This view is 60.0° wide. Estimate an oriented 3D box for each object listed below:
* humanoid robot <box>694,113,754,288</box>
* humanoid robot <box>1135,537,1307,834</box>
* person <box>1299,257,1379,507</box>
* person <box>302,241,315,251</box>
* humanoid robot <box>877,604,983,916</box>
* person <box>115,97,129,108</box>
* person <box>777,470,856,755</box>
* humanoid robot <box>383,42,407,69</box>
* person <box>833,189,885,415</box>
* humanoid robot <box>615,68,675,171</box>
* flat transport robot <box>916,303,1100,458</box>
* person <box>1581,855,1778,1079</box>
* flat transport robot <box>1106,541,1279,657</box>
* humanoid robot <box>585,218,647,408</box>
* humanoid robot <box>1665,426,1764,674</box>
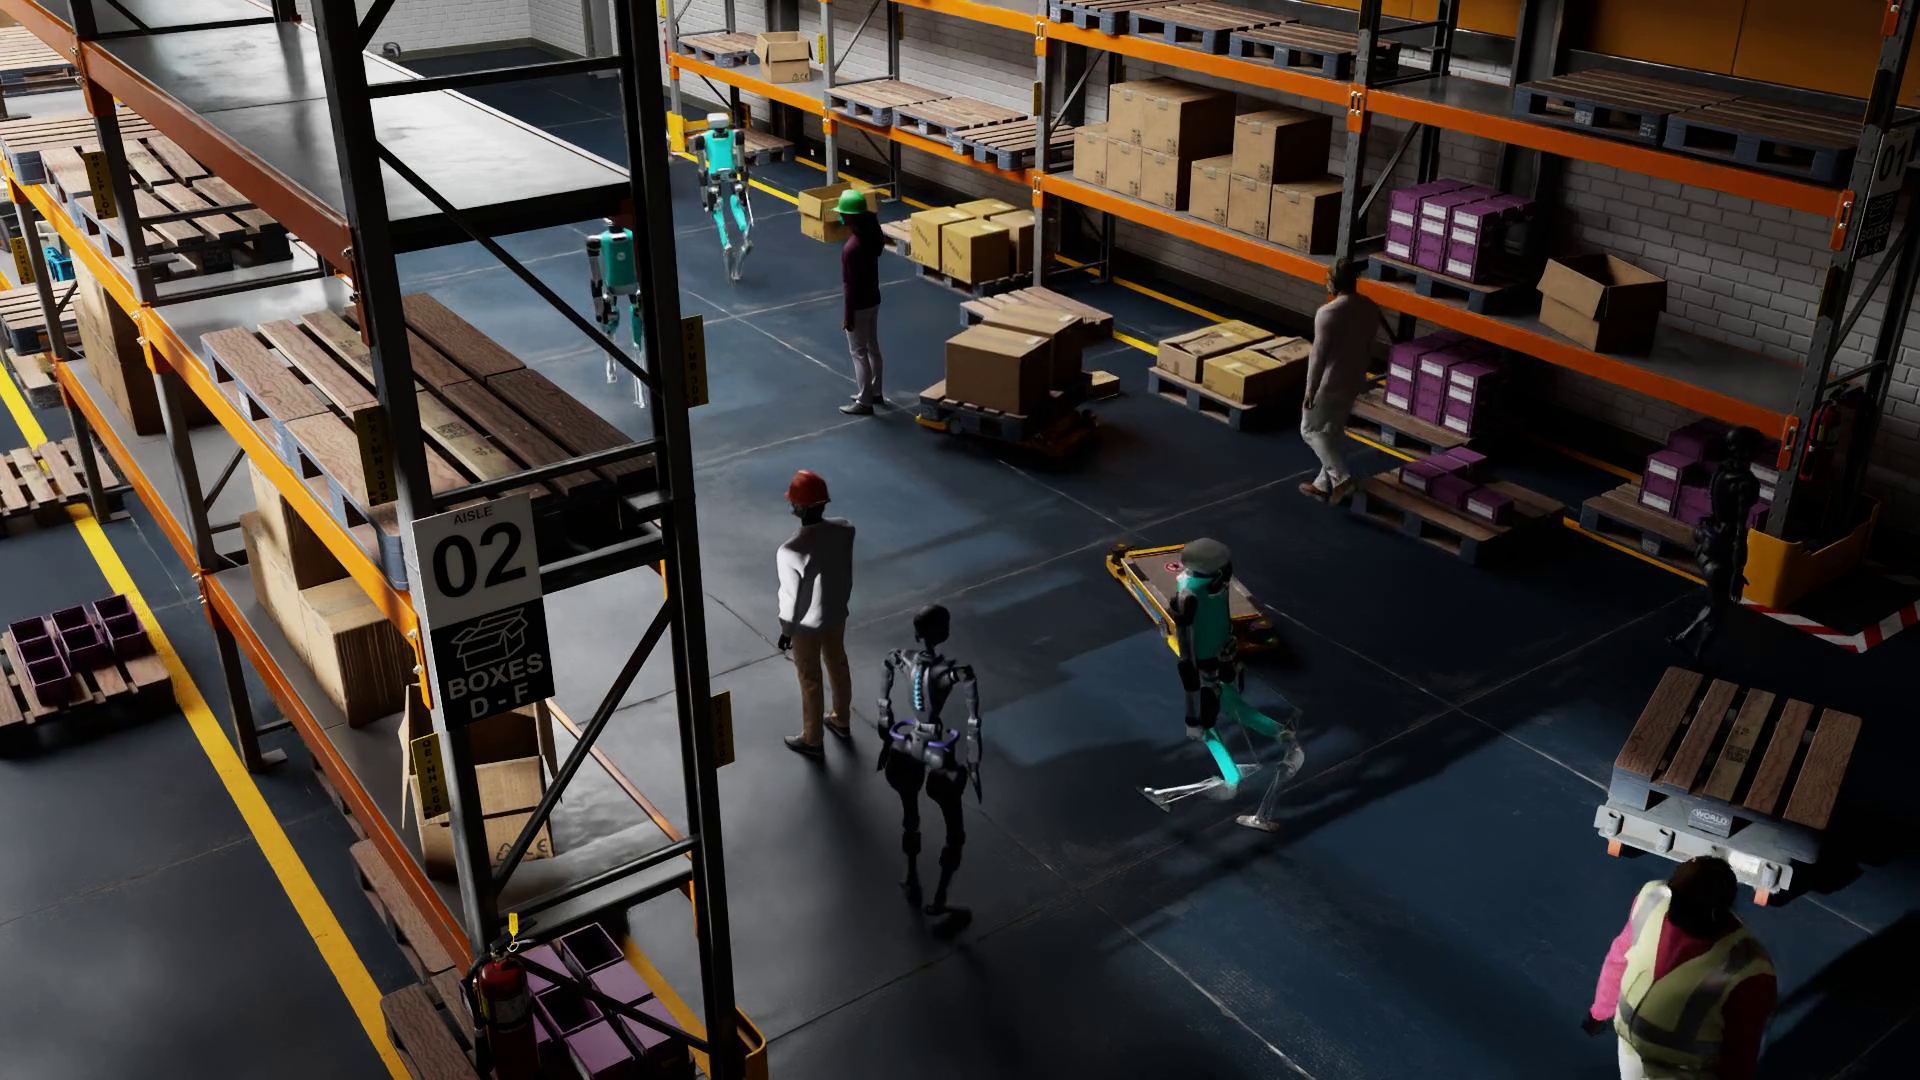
[{"bbox_3d":[-2.397,-3.433,17.314,0.544,1.909,0.719,-9,28,-18],"label":"humanoid robot"},{"bbox_3d":[1.444,0.848,8.673,1.035,1.724,0.543,16,31,28],"label":"humanoid robot"},{"bbox_3d":[2.861,-1.137,12.430,0.675,1.908,0.566,-19,32,-33],"label":"person"},{"bbox_3d":[-5.456,-1.883,14.108,0.557,1.723,0.589,17,32,31],"label":"person"},{"bbox_3d":[-0.179,1.105,8.233,0.594,1.649,0.454,11,29,20],"label":"humanoid robot"},{"bbox_3d":[-10.675,-5.505,21.015,0.621,1.995,0.372,4,27,9],"label":"person"},{"bbox_3d":[-0.831,0.412,9.514,0.323,1.751,0.561,20,33,35],"label":"person"},{"bbox_3d":[-7.204,-5.632,21.617,0.406,1.657,0.601,-7,27,-13],"label":"humanoid robot"},{"bbox_3d":[-0.842,-2.012,14.136,0.431,1.944,0.482,11,29,20],"label":"person"},{"bbox_3d":[-3.748,-5.054,20.422,0.836,1.792,0.606,8,28,16],"label":"humanoid robot"},{"bbox_3d":[0.399,-1.020,14.015,1.431,0.231,0.659,15,31,28],"label":"flat transport robot"},{"bbox_3d":[2.685,1.957,6.367,0.477,1.829,0.644,-8,28,-16],"label":"person"},{"bbox_3d":[1.547,0.376,11.239,0.659,0.231,1.431,-8,28,-15],"label":"flat transport robot"},{"bbox_3d":[-2.984,-2.076,14.533,0.542,1.787,0.999,-10,28,-18],"label":"humanoid robot"},{"bbox_3d":[4.703,0.079,10.258,0.352,1.642,0.610,3,27,7],"label":"humanoid robot"}]
